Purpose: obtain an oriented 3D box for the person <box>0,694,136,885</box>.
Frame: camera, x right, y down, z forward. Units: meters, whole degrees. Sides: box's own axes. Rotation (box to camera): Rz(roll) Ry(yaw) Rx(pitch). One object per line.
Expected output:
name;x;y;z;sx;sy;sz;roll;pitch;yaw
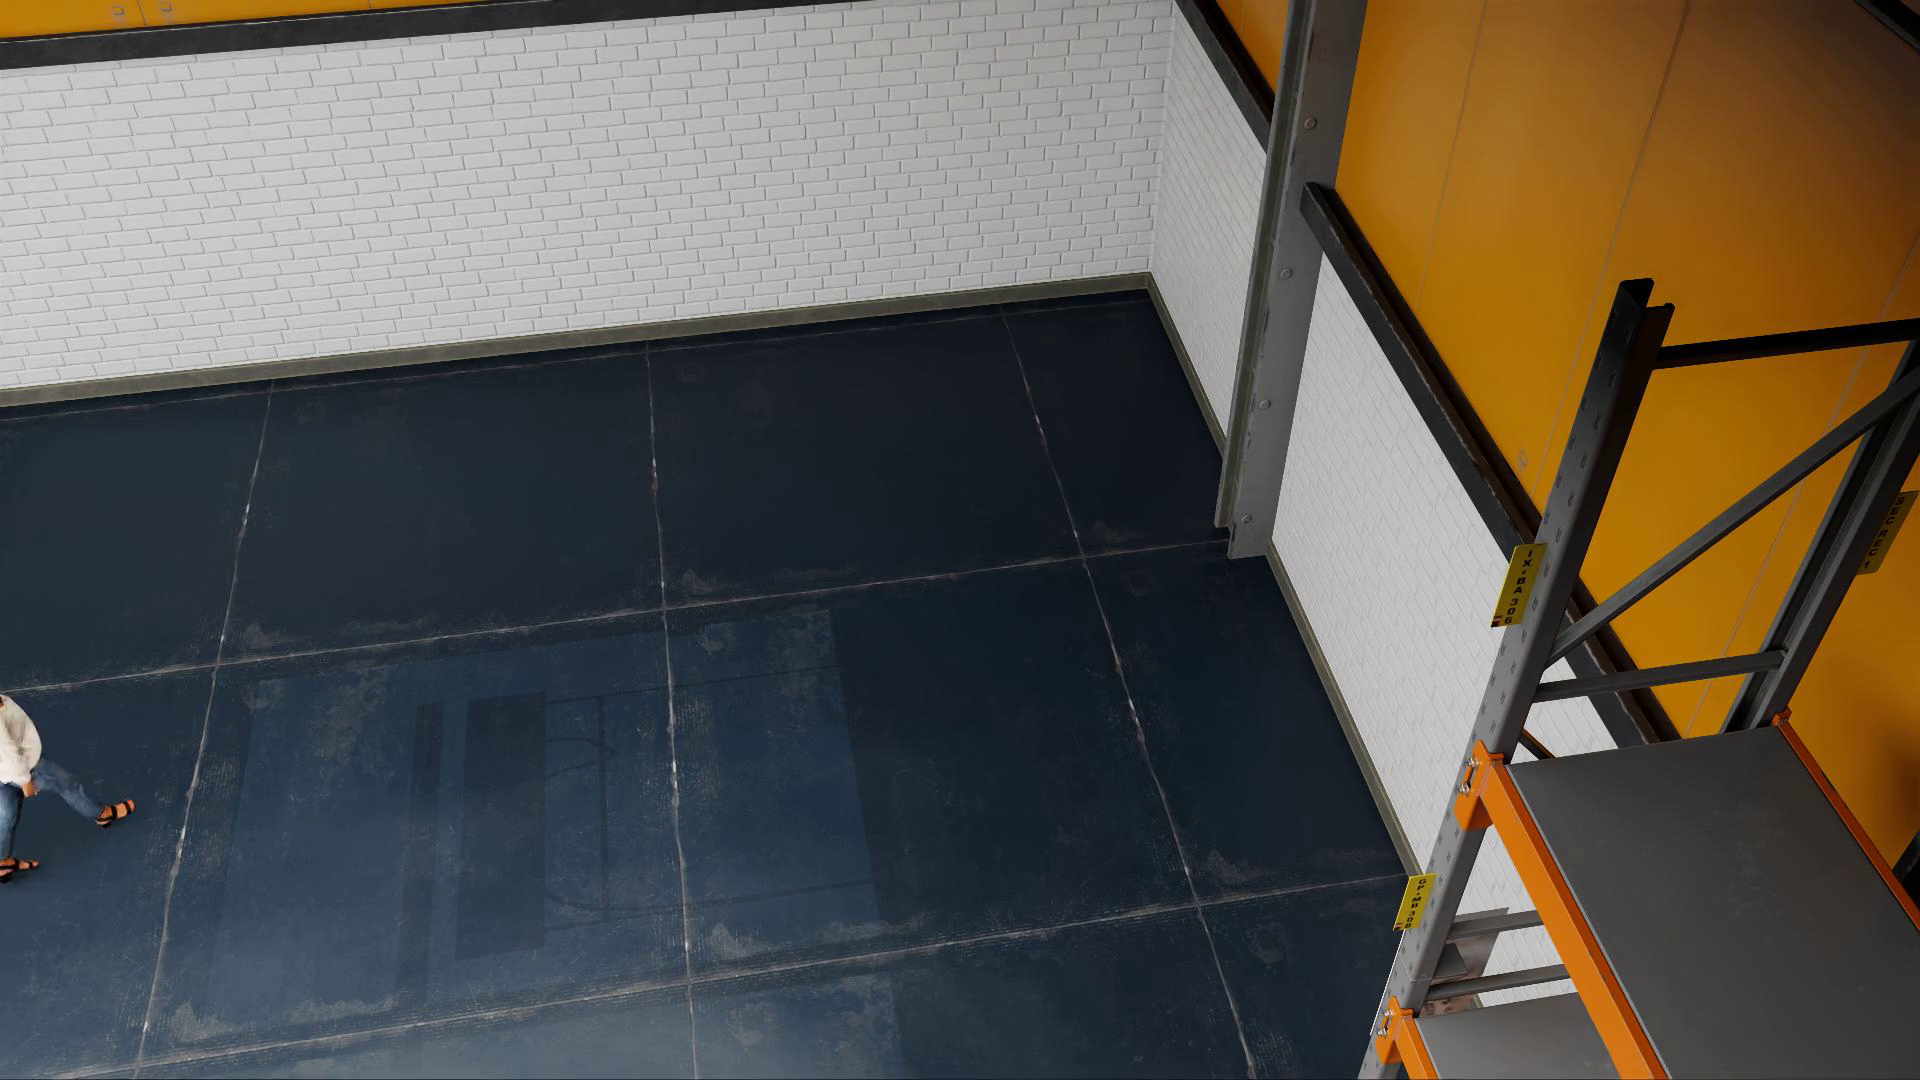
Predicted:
person;-5.488;1.336;9.521;1.072;1.639;1.092;31;52;28
